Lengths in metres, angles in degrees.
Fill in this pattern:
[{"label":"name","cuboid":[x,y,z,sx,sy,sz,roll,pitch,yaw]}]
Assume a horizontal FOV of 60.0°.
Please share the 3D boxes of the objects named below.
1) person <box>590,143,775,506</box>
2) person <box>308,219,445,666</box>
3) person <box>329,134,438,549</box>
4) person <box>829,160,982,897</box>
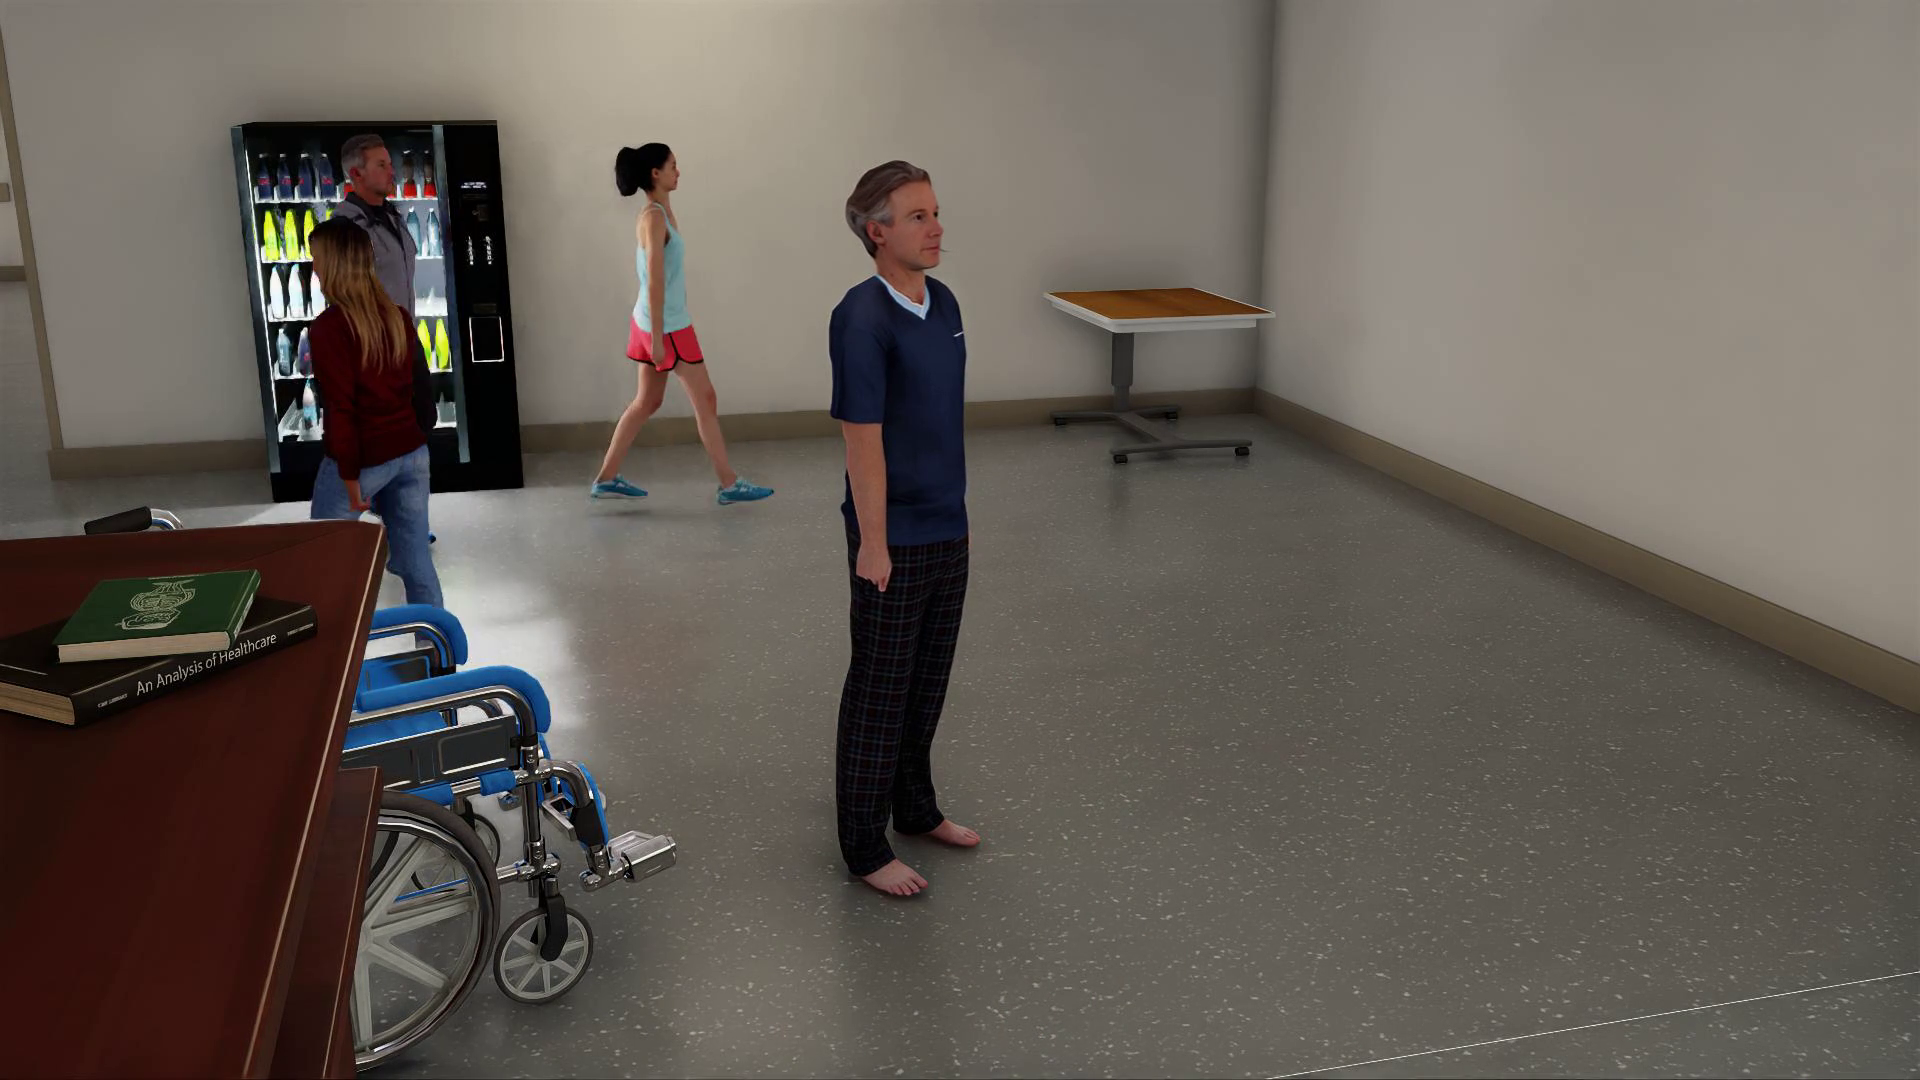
[{"label":"person","cuboid":[-1.488,-0.973,7.937,1.100,1.724,0.619,-3,16,-12]},{"label":"person","cuboid":[-1.872,-0.228,5.500,0.891,1.613,0.830,9,18,29]},{"label":"person","cuboid":[-2.653,-0.861,7.367,0.930,1.818,0.856,3,16,9]},{"label":"person","cuboid":[-0.150,-0.031,4.325,0.783,1.872,0.726,9,18,28]}]
